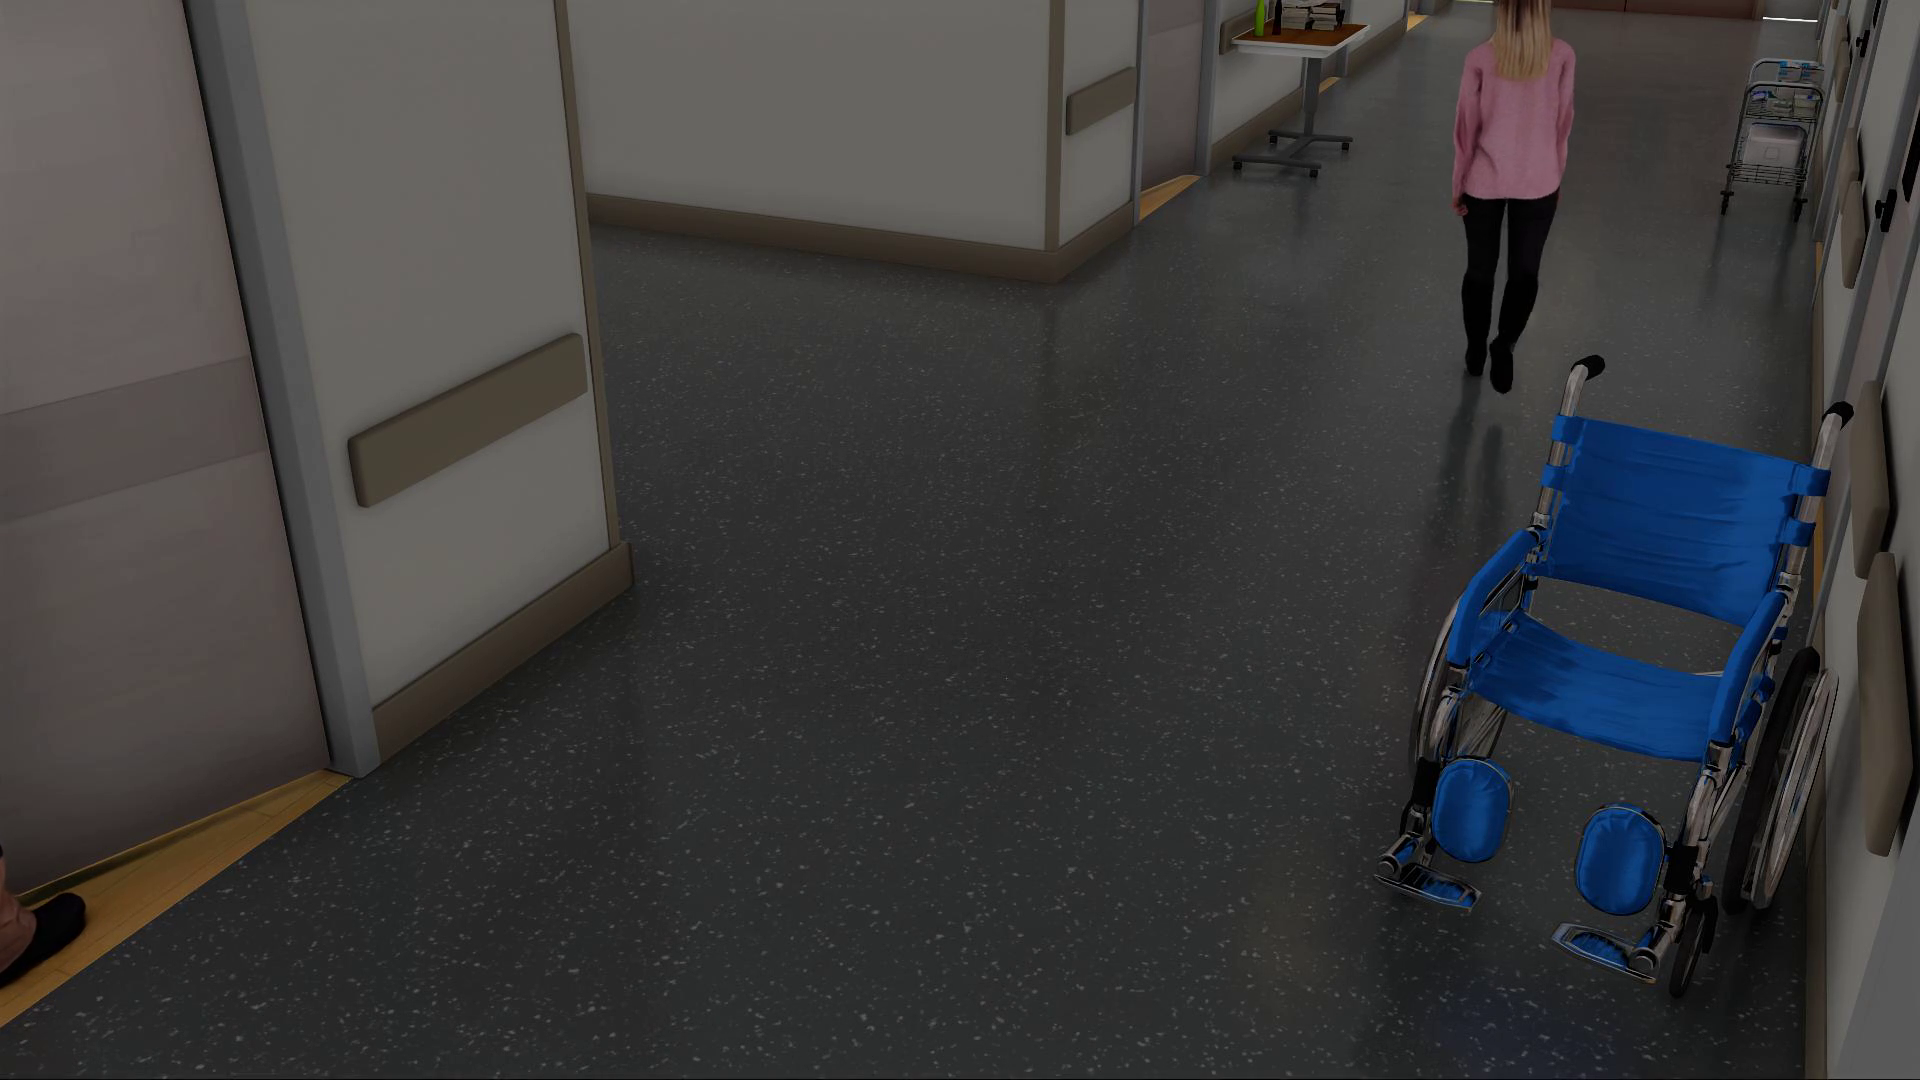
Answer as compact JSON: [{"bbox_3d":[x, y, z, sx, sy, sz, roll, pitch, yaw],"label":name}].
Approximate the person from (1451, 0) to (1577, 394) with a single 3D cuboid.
[{"bbox_3d":[2.210,-1.404,6.685,0.700,1.673,0.988,7,27,13],"label":"person"}]
